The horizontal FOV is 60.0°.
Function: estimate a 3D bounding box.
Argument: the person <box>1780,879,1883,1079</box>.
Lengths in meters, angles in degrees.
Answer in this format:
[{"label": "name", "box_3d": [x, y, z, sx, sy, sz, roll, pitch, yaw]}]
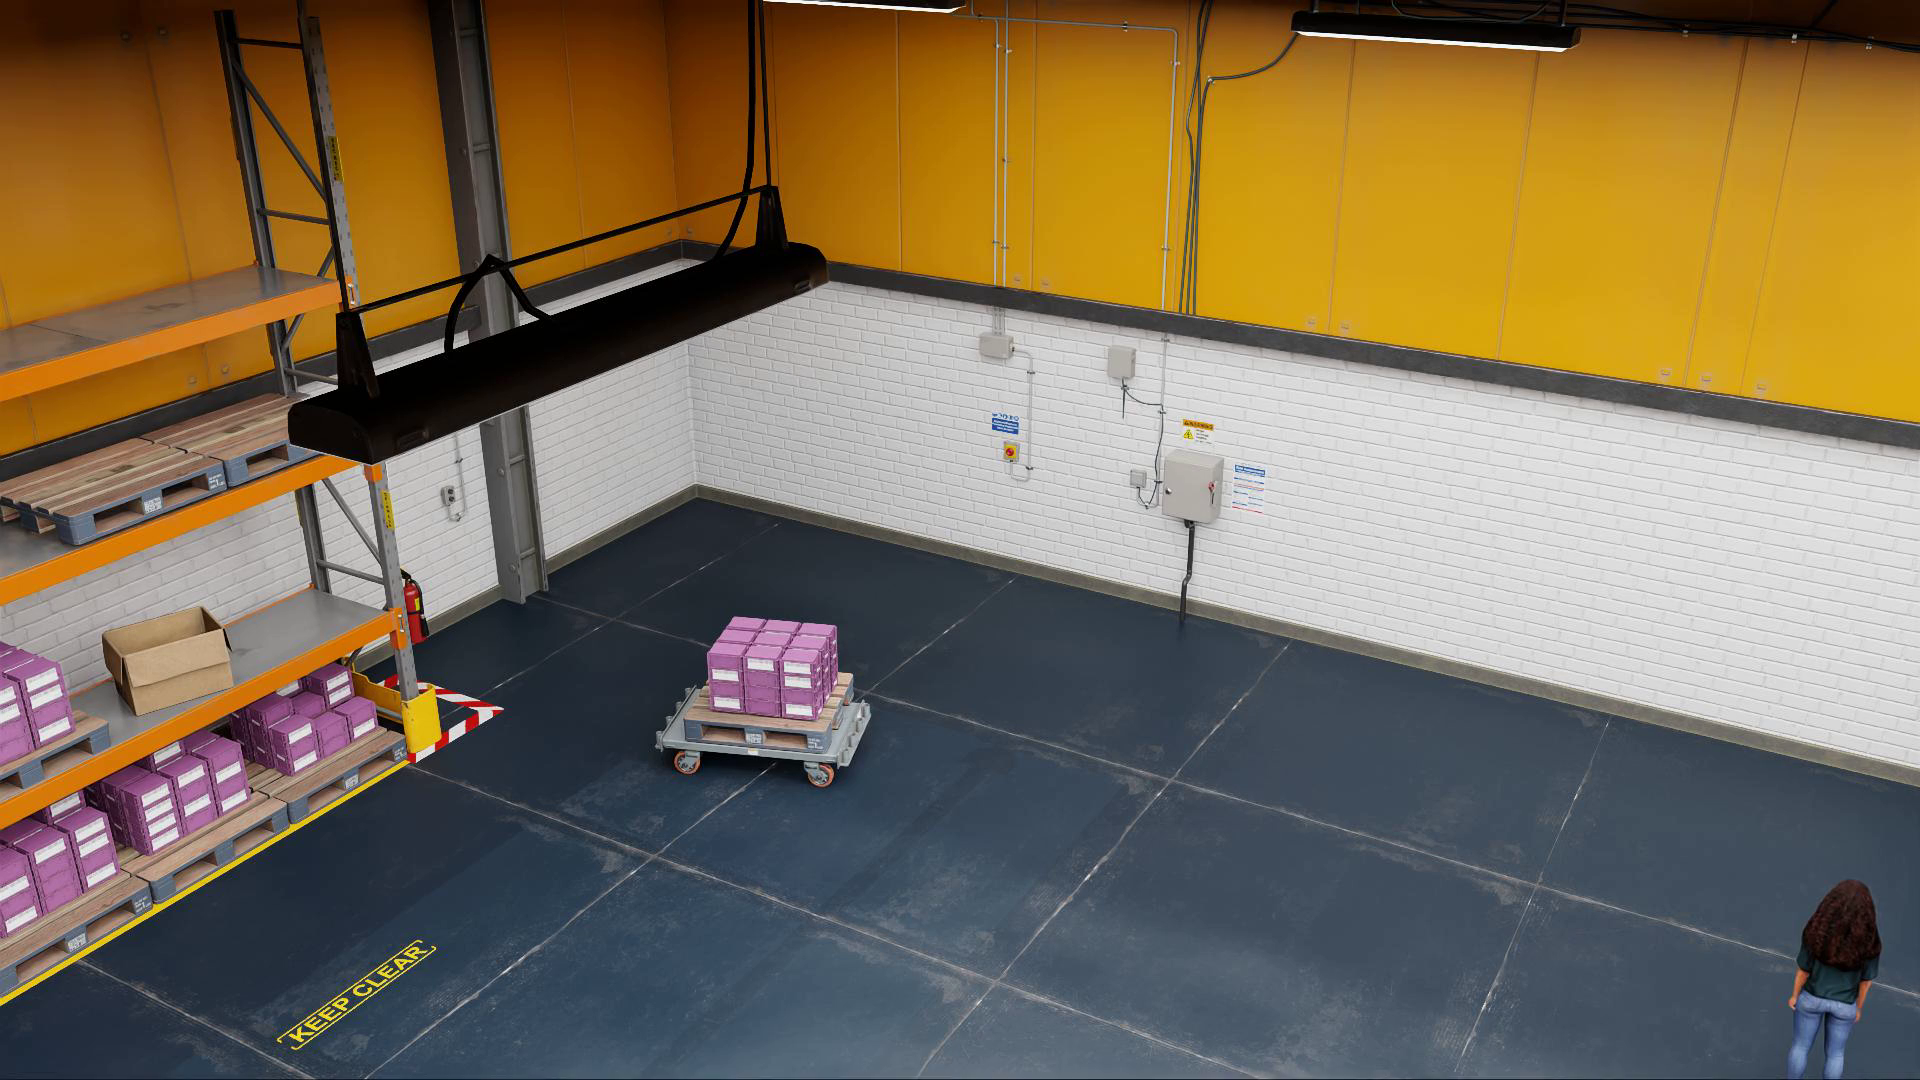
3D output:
[{"label": "person", "box_3d": [5.221, 2.751, 10.004, 0.617, 1.616, 0.611, 10, 26, 22]}]
